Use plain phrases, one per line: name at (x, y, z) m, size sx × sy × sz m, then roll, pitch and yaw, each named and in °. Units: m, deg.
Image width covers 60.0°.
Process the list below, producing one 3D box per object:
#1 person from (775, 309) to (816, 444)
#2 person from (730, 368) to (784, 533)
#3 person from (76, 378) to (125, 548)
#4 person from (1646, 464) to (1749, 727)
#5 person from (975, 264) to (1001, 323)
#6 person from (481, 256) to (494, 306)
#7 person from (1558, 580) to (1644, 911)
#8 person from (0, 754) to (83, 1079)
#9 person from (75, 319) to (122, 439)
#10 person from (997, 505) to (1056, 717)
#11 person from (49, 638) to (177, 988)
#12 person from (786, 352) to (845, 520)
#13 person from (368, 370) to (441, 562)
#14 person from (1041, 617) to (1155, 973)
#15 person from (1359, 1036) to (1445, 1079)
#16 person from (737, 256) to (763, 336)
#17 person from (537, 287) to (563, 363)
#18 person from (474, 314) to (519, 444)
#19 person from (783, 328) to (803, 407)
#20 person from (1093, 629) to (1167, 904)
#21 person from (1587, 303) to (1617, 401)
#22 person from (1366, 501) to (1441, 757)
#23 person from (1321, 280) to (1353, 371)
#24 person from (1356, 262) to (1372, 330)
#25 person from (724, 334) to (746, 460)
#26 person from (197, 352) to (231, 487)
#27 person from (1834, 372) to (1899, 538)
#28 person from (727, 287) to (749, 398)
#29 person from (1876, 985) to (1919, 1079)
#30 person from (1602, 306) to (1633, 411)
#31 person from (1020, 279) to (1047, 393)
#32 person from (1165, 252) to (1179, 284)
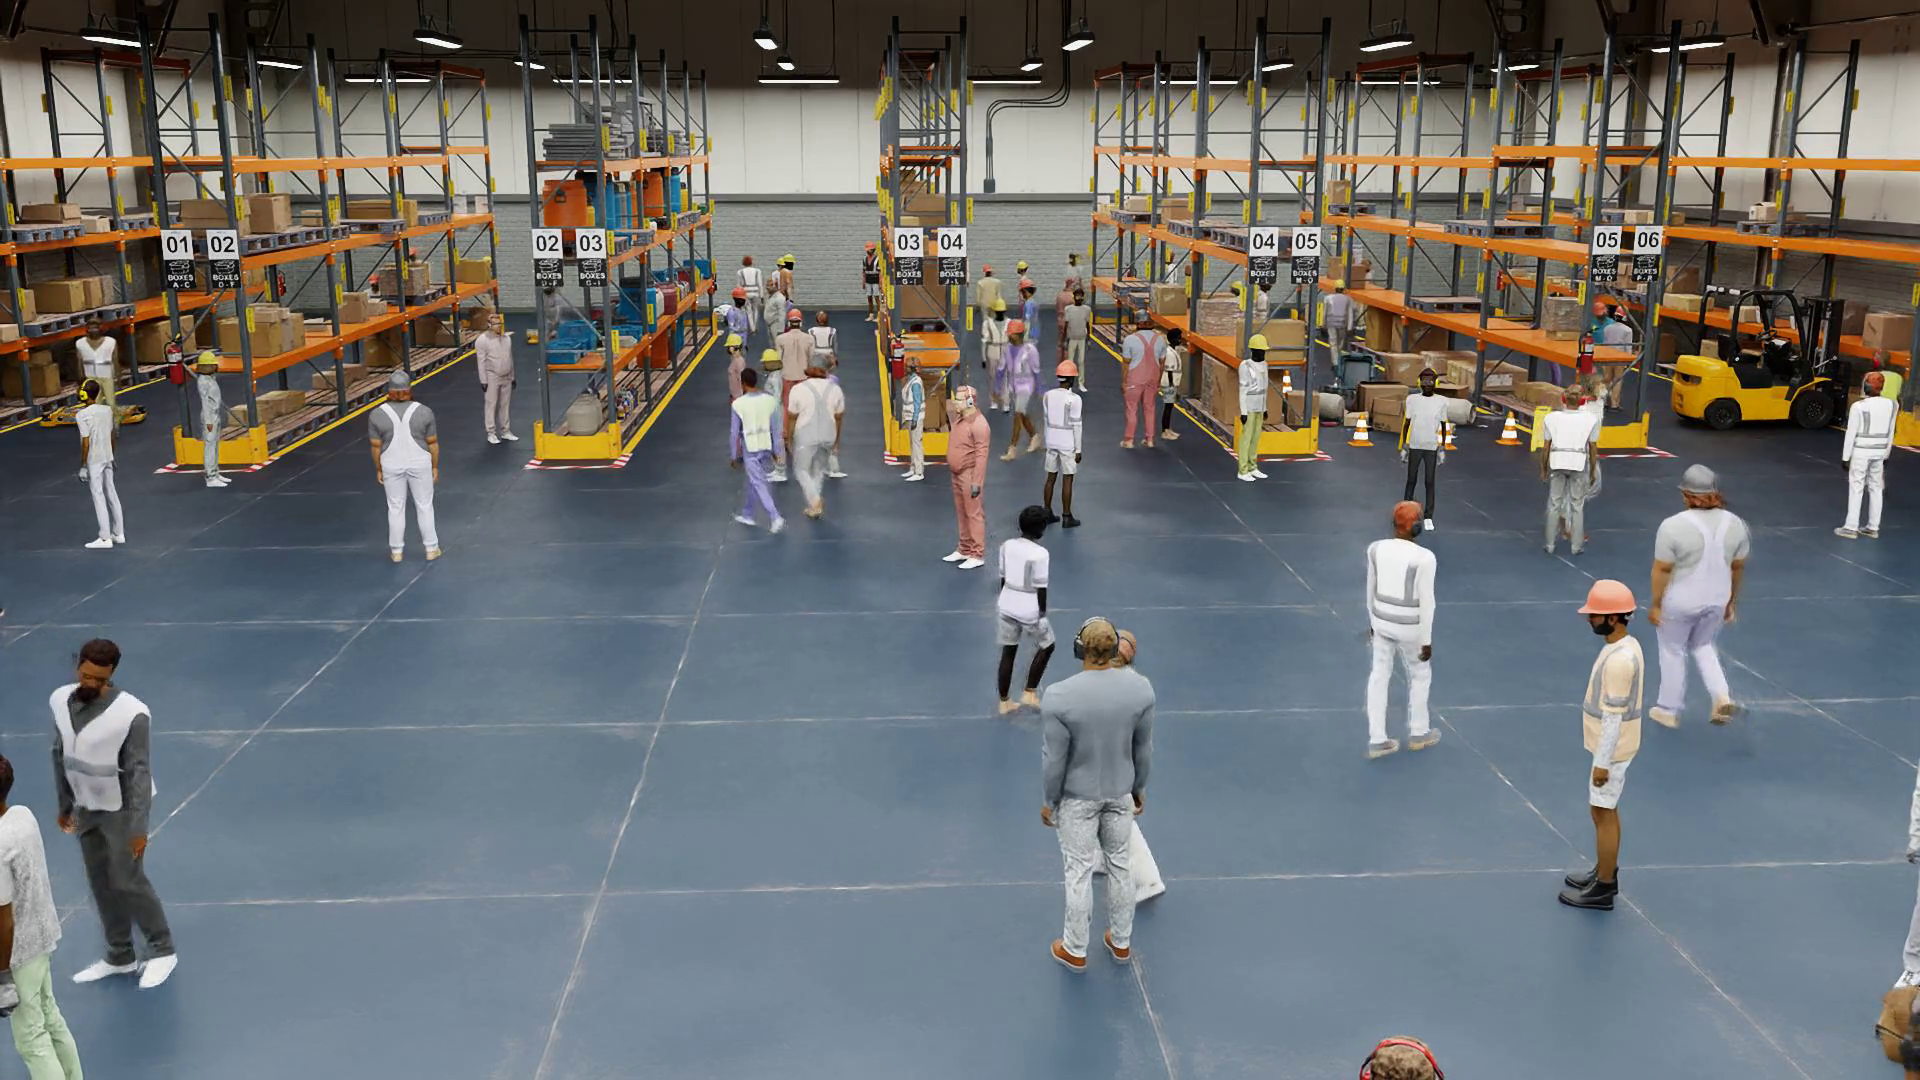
person at (-2.429, -2.422, 24.648) m, size 0.611 × 1.986 × 0.401 m, roll -3°, pitch 14°, yaw -13°
person at (-2.315, -1.028, 19.010) m, size 0.598 × 1.872 × 0.974 m, roll -13°, pitch 18°, yaw -43°
person at (-9.448, -0.845, 18.204) m, size 0.328 × 1.876 × 0.513 m, roll 3°, pitch 14°, yaw 11°
person at (5.479, 0.428, 12.455) m, size 0.691 × 2.000 × 0.640 m, roll -2°, pitch 13°, yaw -10°
person at (0.622, -5.338, 37.516) m, size 0.584 × 1.737 × 0.390 m, roll -4°, pitch 14°, yaw -17°
person at (-11.295, -5.901, 39.854) m, size 0.318 × 1.769 × 0.522 m, roll -8°, pitch 16°, yaw -32°
person at (3.697, 1.170, 9.567) m, size 0.392 × 1.925 × 0.548 m, roll 6°, pitch 14°, yaw 22°
person at (-4.036, 1.776, 7.136) m, size 0.331 × 1.862 × 0.507 m, roll -4°, pitch 14°, yaw -17°
person at (-12.872, -2.397, 24.872) m, size 0.575 × 1.829 × 0.474 m, roll -4°, pitch 14°, yaw -15°
person at (0.513, 0.542, 12.754) m, size 0.521 × 1.662 × 0.591 m, roll -11°, pitch 17°, yaw -40°
person at (-4.416, 1.408, 8.649) m, size 0.642 × 1.889 × 0.404 m, roll 6°, pitch 15°, yaw 25°
person at (-1.678, -1.218, 19.428) m, size 0.709 × 2.000 × 0.767 m, roll -7°, pitch 15°, yaw -28°
person at (-5.860, -0.794, 17.631) m, size 0.689 × 2.000 × 0.536 m, roll -3°, pitch 14°, yaw -14°
person at (0.711, 1.342, 8.802) m, size 0.630 × 1.940 × 0.373 m, roll -4°, pitch 14°, yaw -18°
person at (1.285, 2.303, 4.958) m, size 0.559 × 1.836 × 0.393 m, roll 4°, pitch 14°, yaw 17°
person at (-4.932, -5.709, 38.876) m, size 0.594 × 1.839 × 0.971 m, roll -4°, pitch 14°, yaw -18°
person at (-8.283, -4.417, 33.707) m, size 0.527 × 1.696 × 0.793 m, roll 6°, pitch 15°, yaw 24°
person at (-6.858, -2.396, 24.704) m, size 0.410 × 1.909 × 0.643 m, roll 9°, pitch 16°, yaw 32°
person at (-2.539, -2.460, 25.549) m, size 0.314 × 1.639 × 0.515 m, roll 11°, pitch 17°, yaw 38°
person at (0.945, 1.286, 9.727) m, size 0.480 × 1.617 × 0.607 m, roll 0°, pitch 13°, yaw -1°
person at (11.167, -3.297, 29.001) m, size 0.570 × 1.686 × 0.770 m, roll 3°, pitch 14°, yaw 12°
person at (3.244, 0.622, 12.009) m, size 0.775 × 1.859 × 0.606 m, roll -12°, pitch 18°, yaw -40°
person at (7.431, -4.235, 32.799) m, size 0.582 × 1.781 × 0.973 m, roll 0°, pitch 13°, yaw 0°
person at (9.689, -5.865, 39.986) m, size 0.507 × 1.632 × 0.272 m, roll -10°, pitch 16°, yaw -35°
person at (-3.137, -2.008, 23.365) m, size 0.325 × 1.766 × 0.533 m, roll -4°, pitch 14°, yaw -17°
person at (-9.678, -1.569, 21.551) m, size 0.315 × 1.742 × 0.492 m, roll -3°, pitch 14°, yaw -12°
person at (10.164, -0.948, 18.631) m, size 0.571 × 1.880 × 0.340 m, roll -2°, pitch 13°, yaw -7°
person at (-3.851, -3.452, 29.111) m, size 0.377 × 1.936 × 0.549 m, roll 4°, pitch 14°, yaw 18°
person at (2.948, 2.242, 5.210) m, size 0.531 × 1.848 × 0.346 m, roll -7°, pitch 15°, yaw -29°
person at (10.965, -3.027, 27.721) m, size 0.353 × 1.744 × 0.562 m, roll -7°, pitch 15°, yaw -28°
person at (1.297, -3.636, 29.751) m, size 0.488 × 2.018 × 0.801 m, roll 1°, pitch 13°, yaw 5°
person at (5.400, -6.541, 42.707) m, size 0.552 × 1.687 × 0.349 m, roll 13°, pitch 18°, yaw 43°
